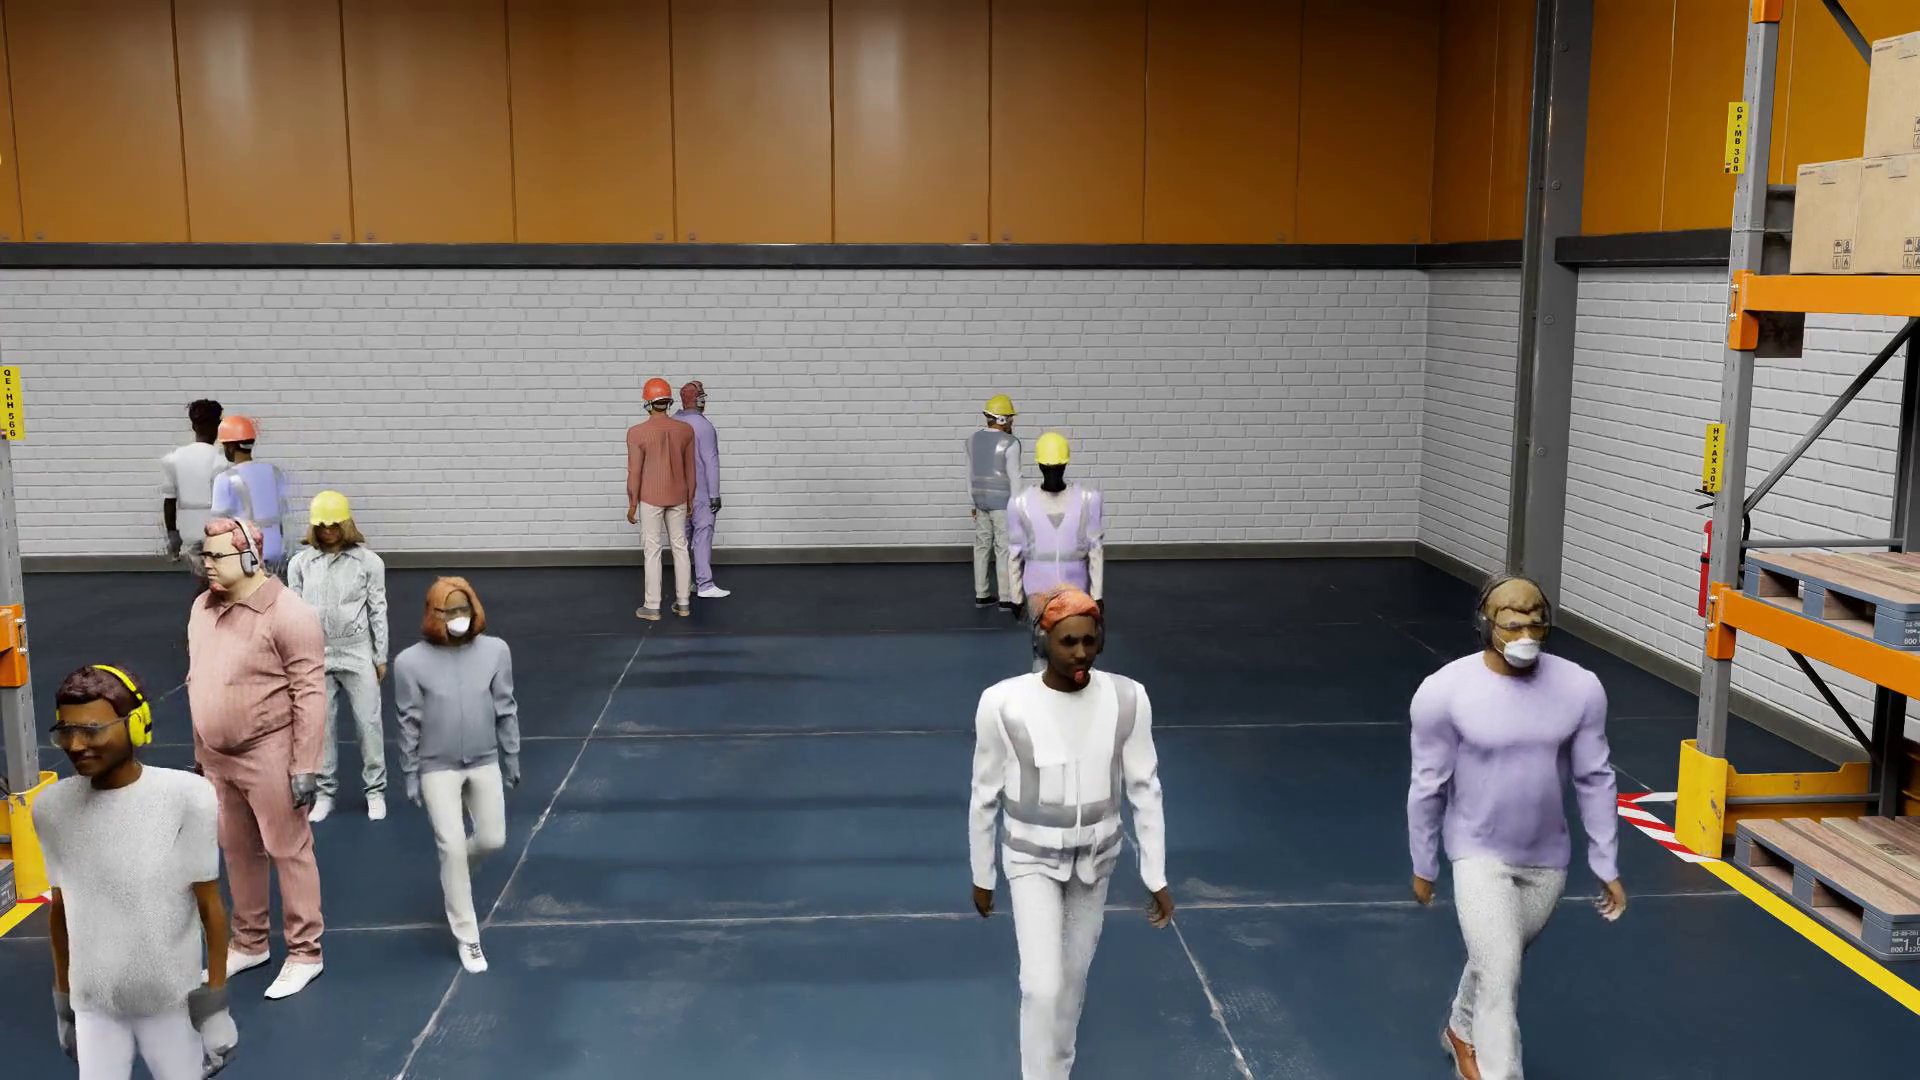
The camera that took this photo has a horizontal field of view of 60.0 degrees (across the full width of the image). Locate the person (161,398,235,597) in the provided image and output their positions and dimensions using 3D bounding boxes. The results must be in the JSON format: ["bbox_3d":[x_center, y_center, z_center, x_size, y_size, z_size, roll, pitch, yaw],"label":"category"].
[{"bbox_3d":[-5.425,-0.058,12.100,0.614,1.946,0.435,1,9,9],"label":"person"}]

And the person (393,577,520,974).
[{"bbox_3d":[-2.092,0.933,6.917,0.498,1.617,0.589,-6,11,-34],"label":"person"}]

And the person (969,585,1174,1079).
[{"bbox_3d":[0.363,1.071,5.278,0.596,1.856,0.751,-3,9,-17],"label":"person"}]

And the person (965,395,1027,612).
[{"bbox_3d":[0.312,-0.313,14.087,0.591,1.829,0.404,9,12,43],"label":"person"}]

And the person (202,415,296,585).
[{"bbox_3d":[-4.910,0.089,11.407,1.027,1.873,0.553,4,10,21],"label":"person"}]

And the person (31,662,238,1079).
[{"bbox_3d":[-2.166,1.206,4.471,0.517,1.855,0.707,-1,9,-3],"label":"person"}]

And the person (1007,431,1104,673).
[{"bbox_3d":[0.579,0.269,10.196,0.595,1.907,0.758,0,9,-2],"label":"person"}]

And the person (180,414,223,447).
[{"bbox_3d":[-6.400,-0.305,14.278,0.529,1.751,0.511,-3,9,-17],"label":"person"}]

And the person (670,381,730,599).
[{"bbox_3d":[-2.312,-0.442,14.639,0.648,1.913,0.409,8,12,41],"label":"person"}]

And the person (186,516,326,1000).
[{"bbox_3d":[-2.794,0.850,6.540,0.645,1.907,0.400,4,10,26],"label":"person"}]

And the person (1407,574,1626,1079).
[{"bbox_3d":[1.786,1.033,5.461,0.644,1.897,1.013,-1,9,-7],"label":"person"}]

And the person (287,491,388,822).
[{"bbox_3d":[-3.216,0.605,8.613,0.489,1.739,0.317,-1,9,-5],"label":"person"}]

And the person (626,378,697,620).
[{"bbox_3d":[-2.463,-0.339,13.721,0.612,1.997,0.375,-6,11,-35],"label":"person"}]
